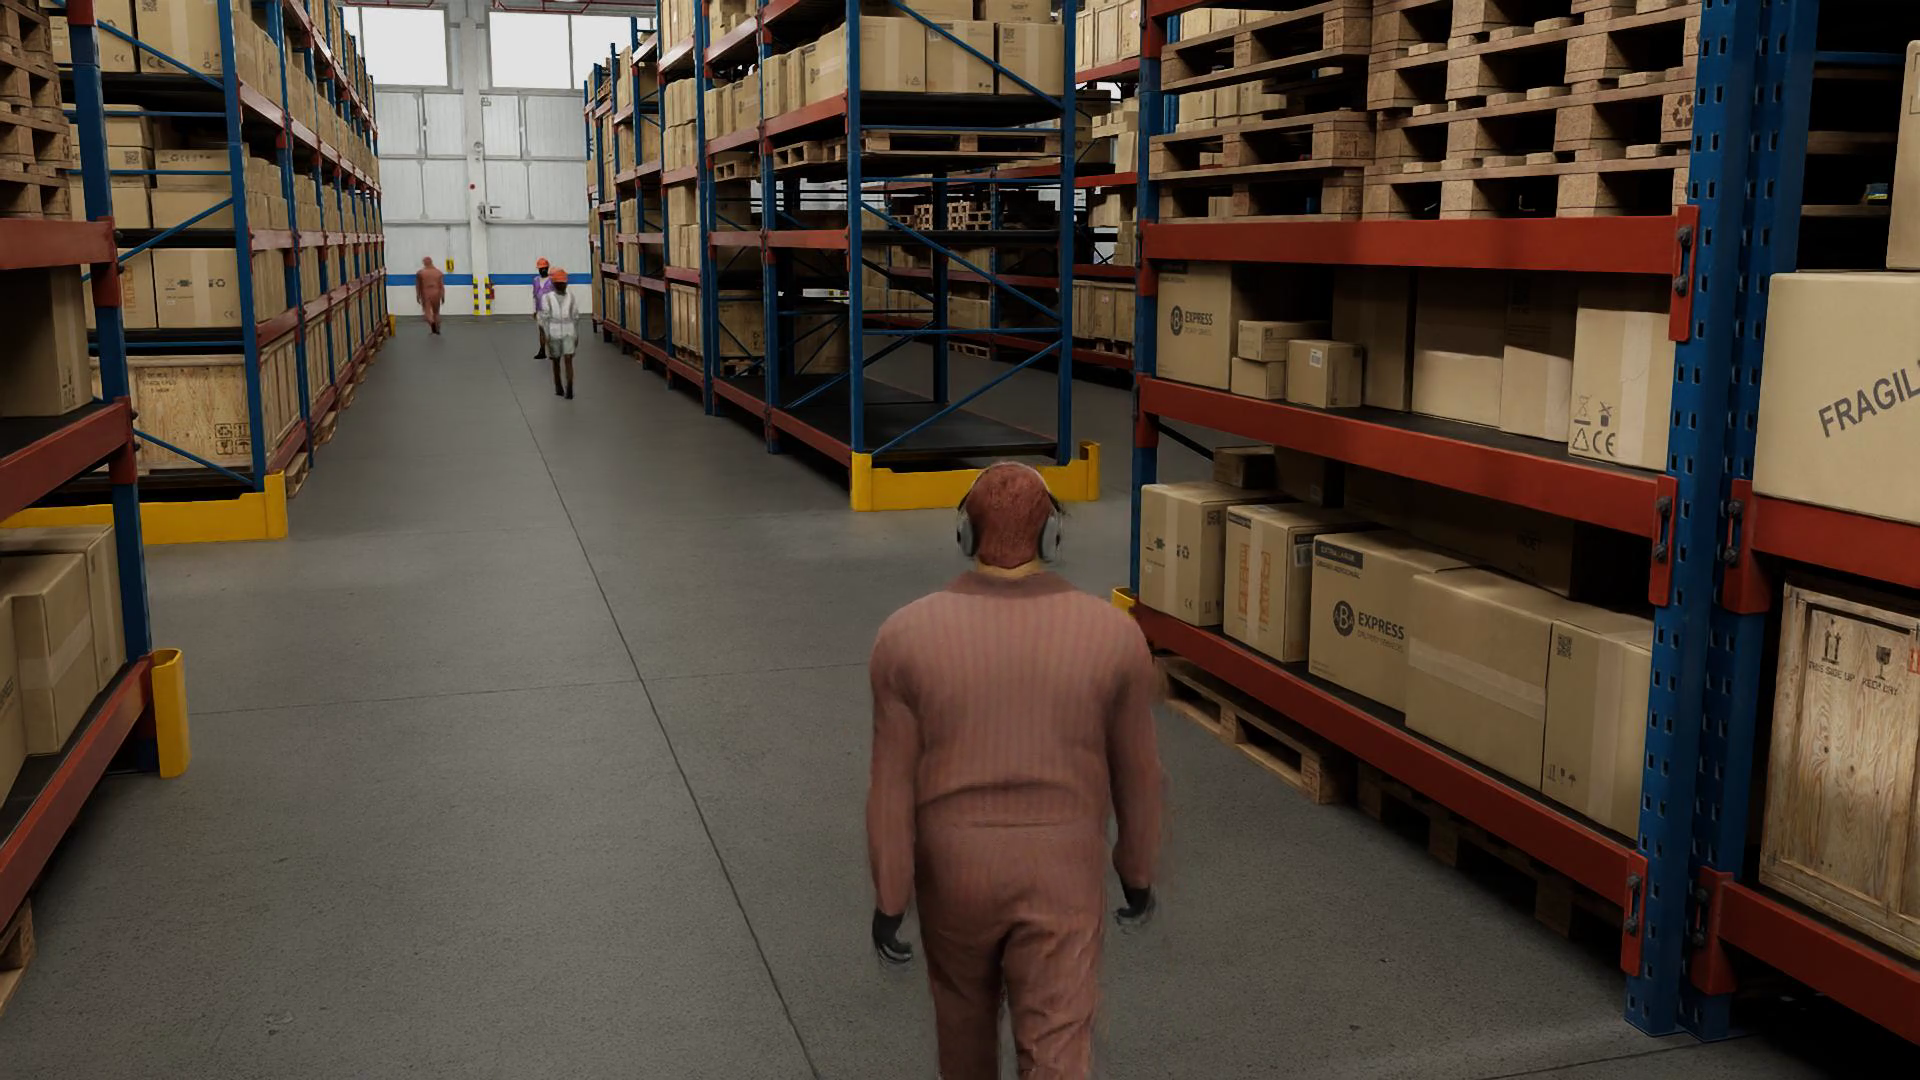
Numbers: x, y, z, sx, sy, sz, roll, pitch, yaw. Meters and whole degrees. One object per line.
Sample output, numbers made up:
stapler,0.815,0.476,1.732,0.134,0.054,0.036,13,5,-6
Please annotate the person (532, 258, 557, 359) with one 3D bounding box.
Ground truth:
person,-7.993,-4.450,32.049,0.548,1.938,0.358,3,11,14

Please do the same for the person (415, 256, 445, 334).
person,-12.699,-5.860,39.936,0.690,1.879,0.606,-7,13,-35

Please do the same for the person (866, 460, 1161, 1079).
person,0.128,0.746,3.811,0.669,1.859,1.006,0,10,0

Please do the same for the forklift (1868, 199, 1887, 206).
forklift,11.338,-2.915,21.052,1.129,2.768,1.873,-3,11,-17

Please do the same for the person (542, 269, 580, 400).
person,-5.840,-3.028,24.384,0.536,1.900,0.965,-3,11,-15
